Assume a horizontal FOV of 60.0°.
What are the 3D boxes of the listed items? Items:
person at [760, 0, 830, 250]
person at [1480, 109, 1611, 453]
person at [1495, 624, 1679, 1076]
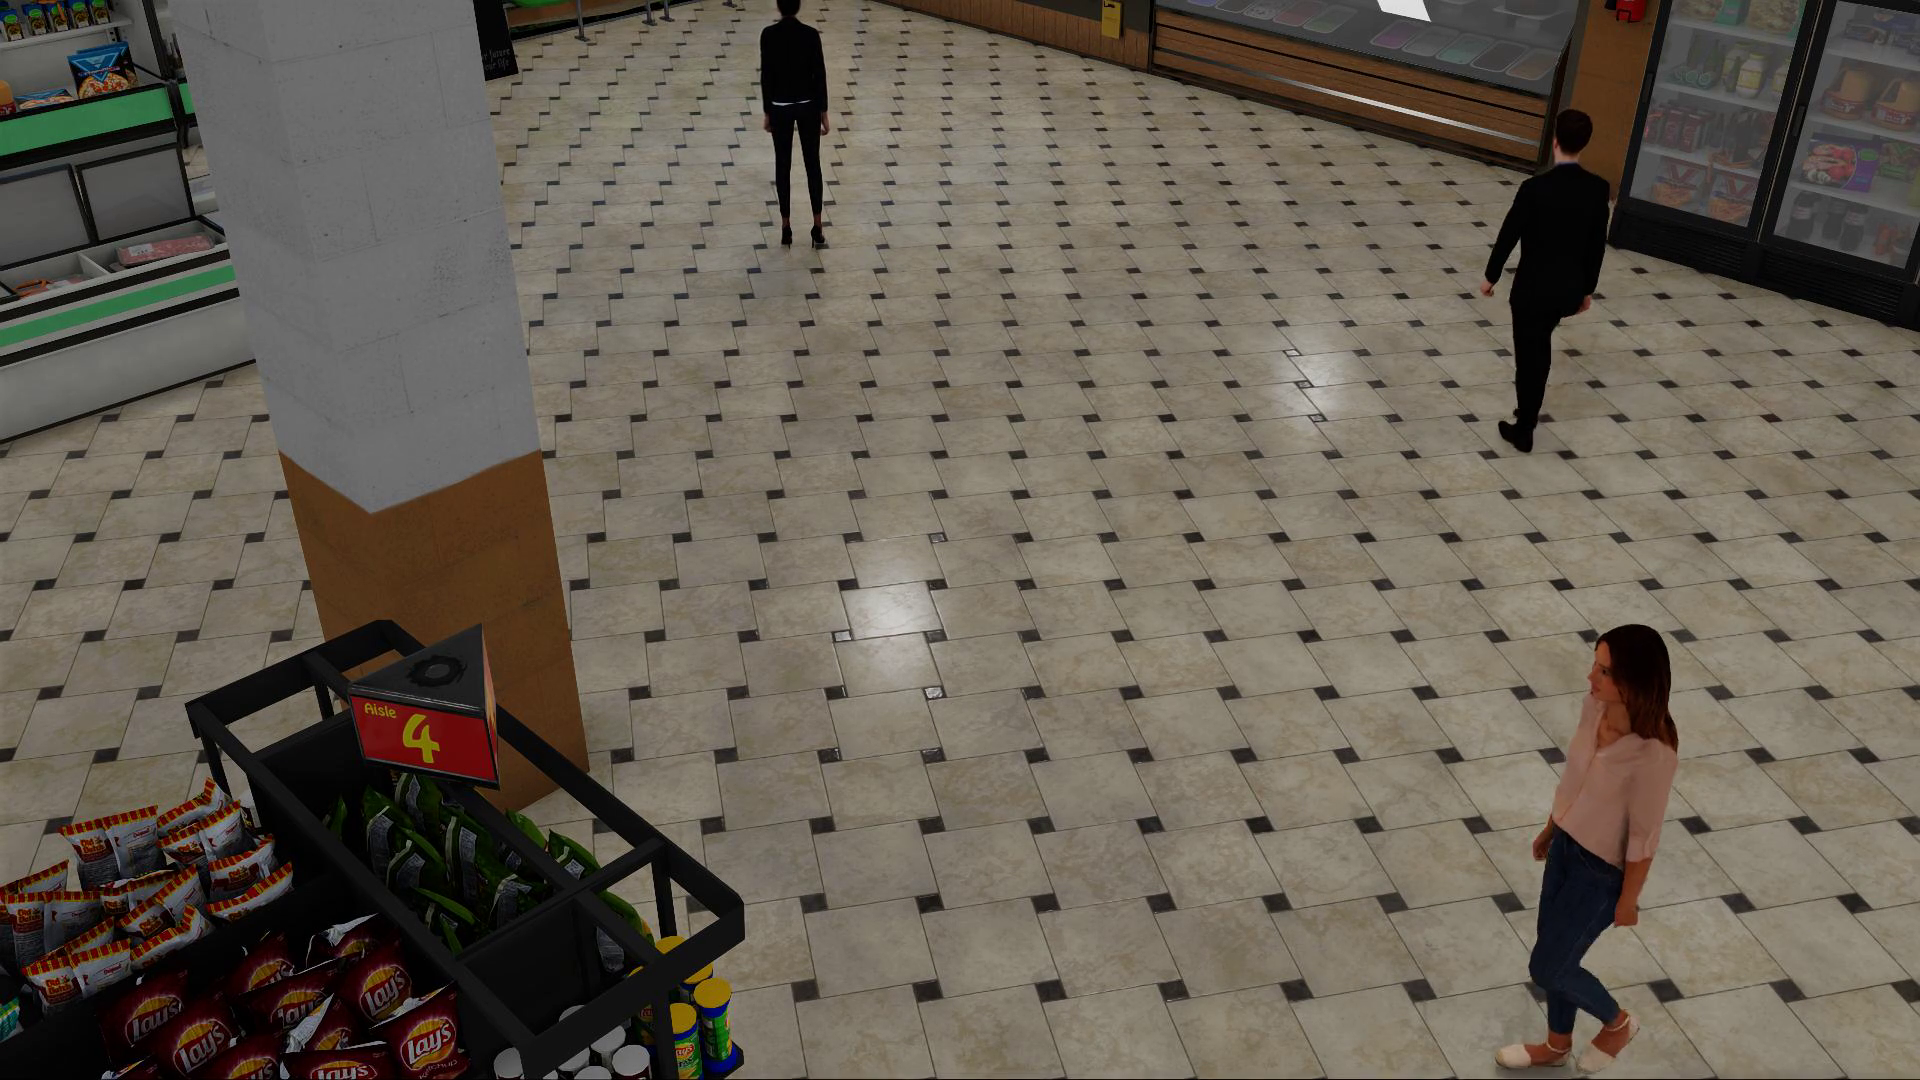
[{"bbox_3d":[-1.149,-2.931,11.563,0.677,1.835,0.737,0,32,0],"label":"person"},{"bbox_3d":[3.194,-1.325,8.949,0.803,1.869,0.889,-6,32,-10],"label":"person"},{"bbox_3d":[2.088,1.020,5.268,0.824,1.776,0.763,-3,32,-5],"label":"person"}]
